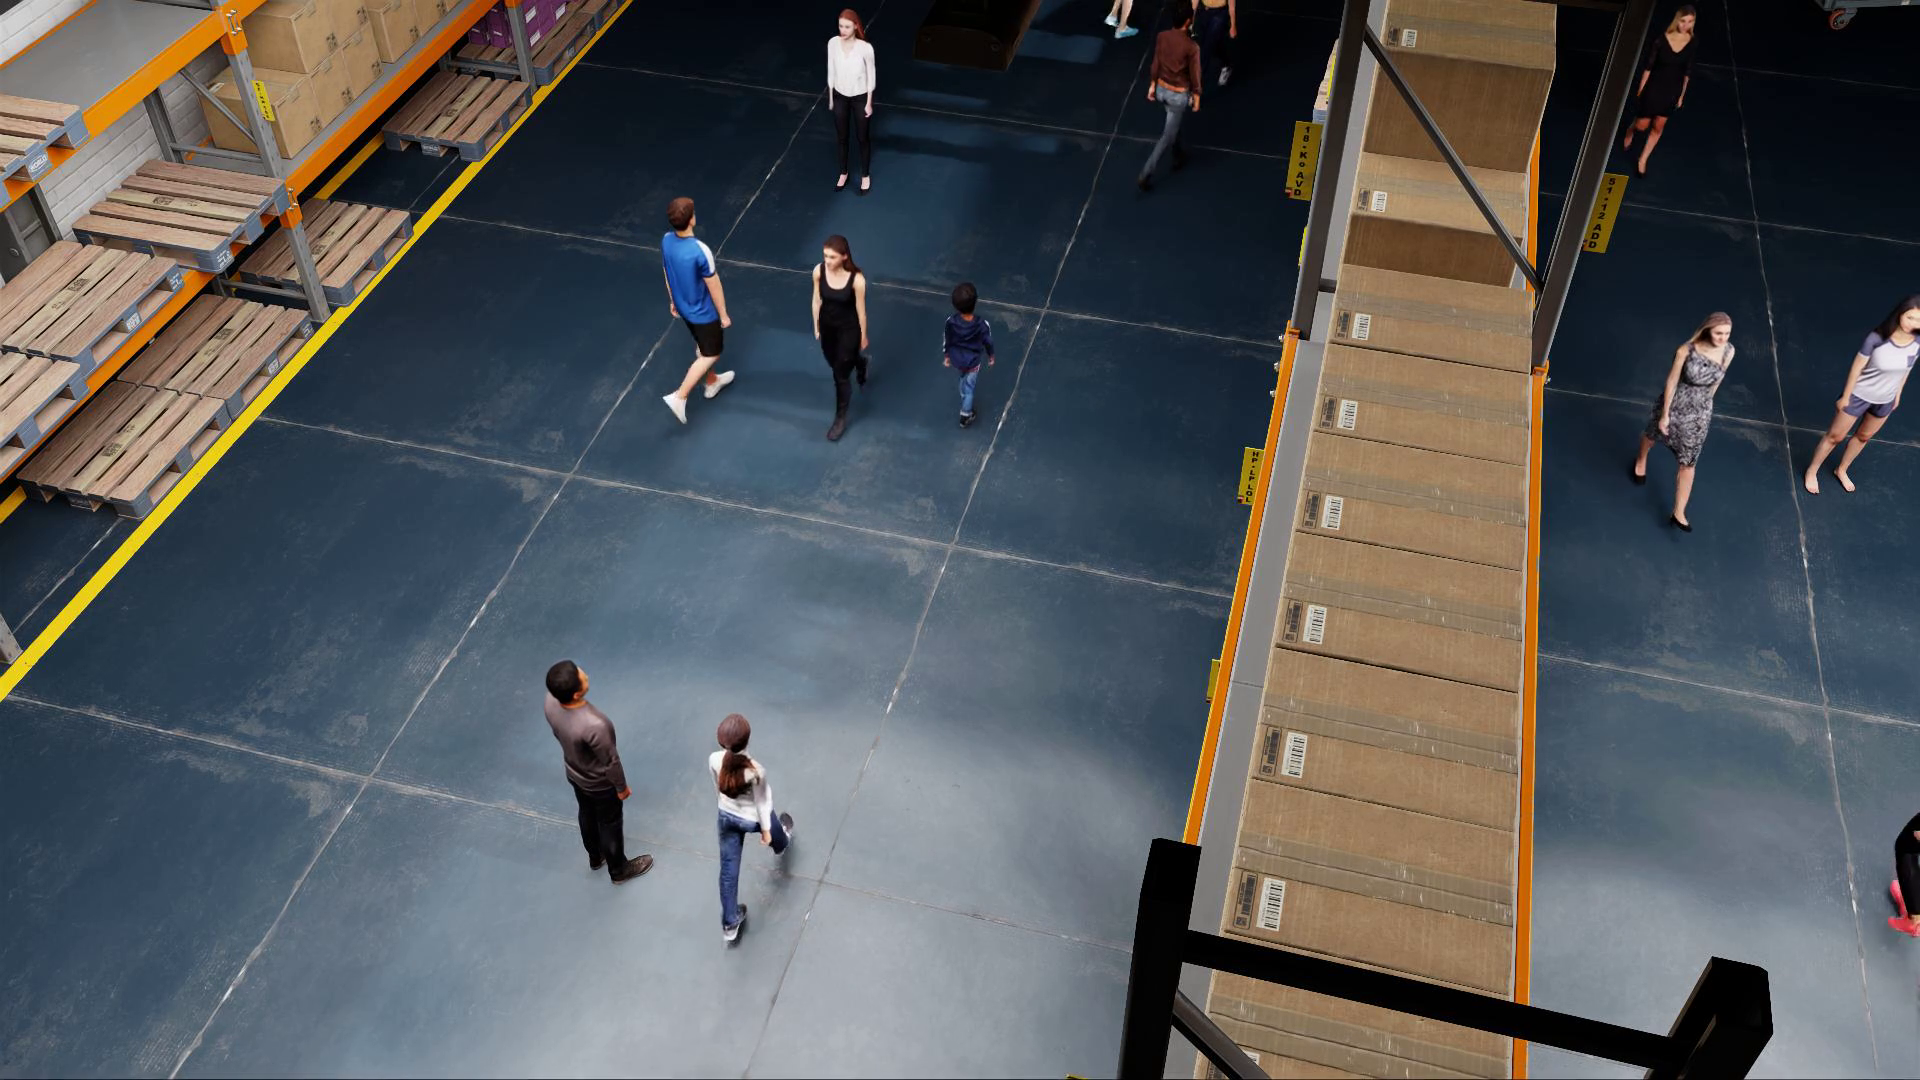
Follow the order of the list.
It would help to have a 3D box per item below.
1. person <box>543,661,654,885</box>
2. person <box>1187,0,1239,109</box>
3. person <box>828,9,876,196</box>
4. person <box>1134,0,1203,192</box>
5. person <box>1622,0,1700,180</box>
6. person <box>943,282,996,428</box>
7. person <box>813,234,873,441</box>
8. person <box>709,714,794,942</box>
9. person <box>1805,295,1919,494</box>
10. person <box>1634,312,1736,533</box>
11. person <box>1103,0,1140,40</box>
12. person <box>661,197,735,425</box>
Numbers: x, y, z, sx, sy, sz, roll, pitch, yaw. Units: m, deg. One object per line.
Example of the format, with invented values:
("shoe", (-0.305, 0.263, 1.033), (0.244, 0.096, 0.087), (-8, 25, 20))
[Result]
("person", (-2.093, 1.312, 9.424), (0.714, 1.769, 0.684), (24, 49, 23))
("person", (2.522, -5.089, 16.279), (0.972, 1.582, 1.260), (31, 52, 28))
("person", (-0.970, -3.932, 14.936), (0.586, 1.758, 0.486), (11, 45, 11))
("person", (1.869, -3.963, 14.978), (1.027, 1.745, 1.251), (34, 53, 31))
("person", (6.398, -4.133, 15.213), (0.637, 1.667, 0.739), (1, 44, 1))
("person", (0.028, -1.375, 12.652), (0.539, 1.207, 0.664), (12, 45, 13))
("person", (-0.863, -1.617, 12.570), (0.702, 1.669, 1.082), (17, 46, 17))
("person", (-1.242, 1.617, 9.292), (0.533, 1.509, 1.099), (11, 45, 11))
("person", (6.556, -1.052, 11.950), (0.655, 1.707, 0.619), (-2, 44, -2))
("person", (5.138, -0.989, 11.919), (0.701, 1.660, 1.149), (3, 44, 4))
("person", (1.672, -5.976, 17.085), (0.832, 1.753, 0.773), (-19, 47, -19))
("person", (-2.034, -1.708, 12.538), (0.923, 1.845, 1.167), (27, 50, 25))
